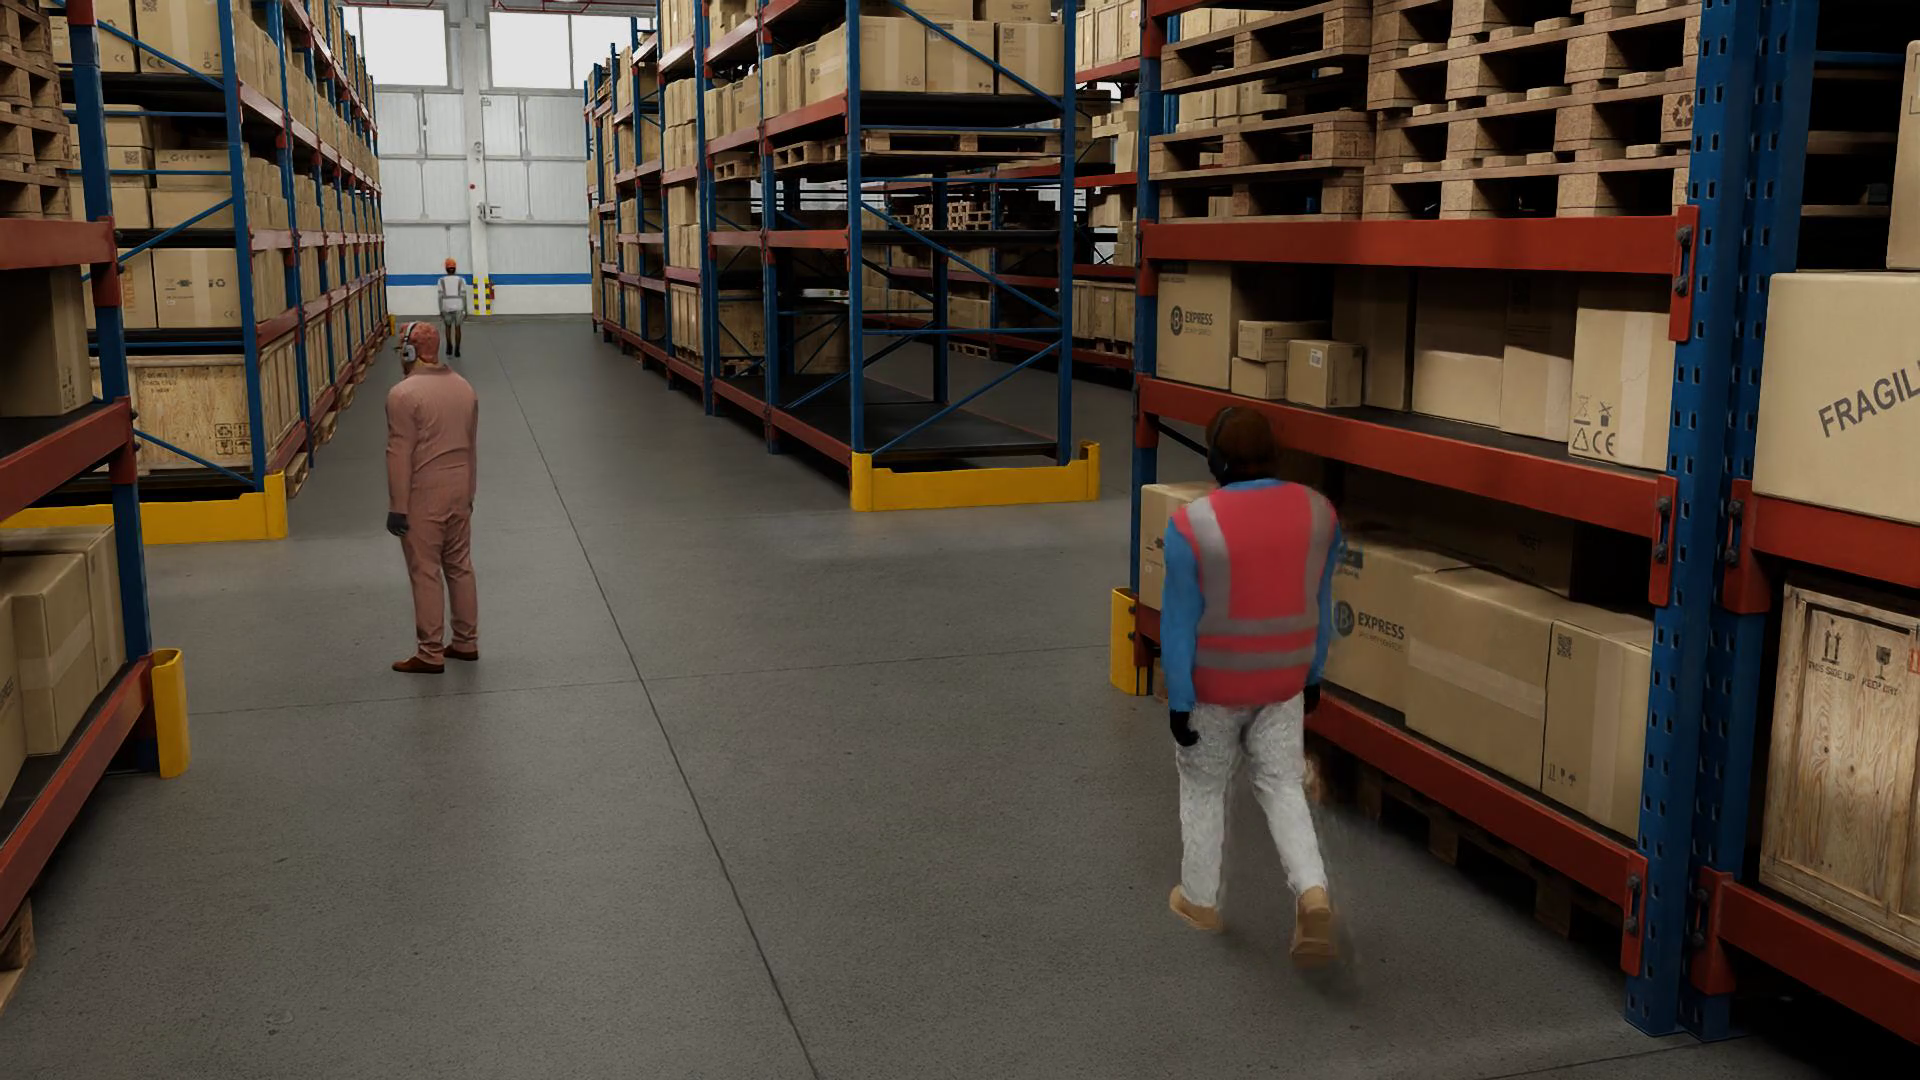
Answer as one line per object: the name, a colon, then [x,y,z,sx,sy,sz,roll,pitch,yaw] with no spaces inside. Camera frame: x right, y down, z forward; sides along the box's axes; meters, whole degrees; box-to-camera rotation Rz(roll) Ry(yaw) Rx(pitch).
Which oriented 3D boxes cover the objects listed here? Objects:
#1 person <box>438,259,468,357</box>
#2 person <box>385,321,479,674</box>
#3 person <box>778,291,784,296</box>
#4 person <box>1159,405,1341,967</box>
person: [-9.999,-4.581,32.836,0.550,1.917,0.594,-2,11,-13]
person: [-2.887,-0.232,9.045,0.399,1.900,0.643,4,11,20]
person: [-3.532,-4.777,34.259,0.590,1.781,0.929,-4,11,-20]
person: [0.949,0.470,5.411,0.628,1.819,0.754,-2,11,-13]
